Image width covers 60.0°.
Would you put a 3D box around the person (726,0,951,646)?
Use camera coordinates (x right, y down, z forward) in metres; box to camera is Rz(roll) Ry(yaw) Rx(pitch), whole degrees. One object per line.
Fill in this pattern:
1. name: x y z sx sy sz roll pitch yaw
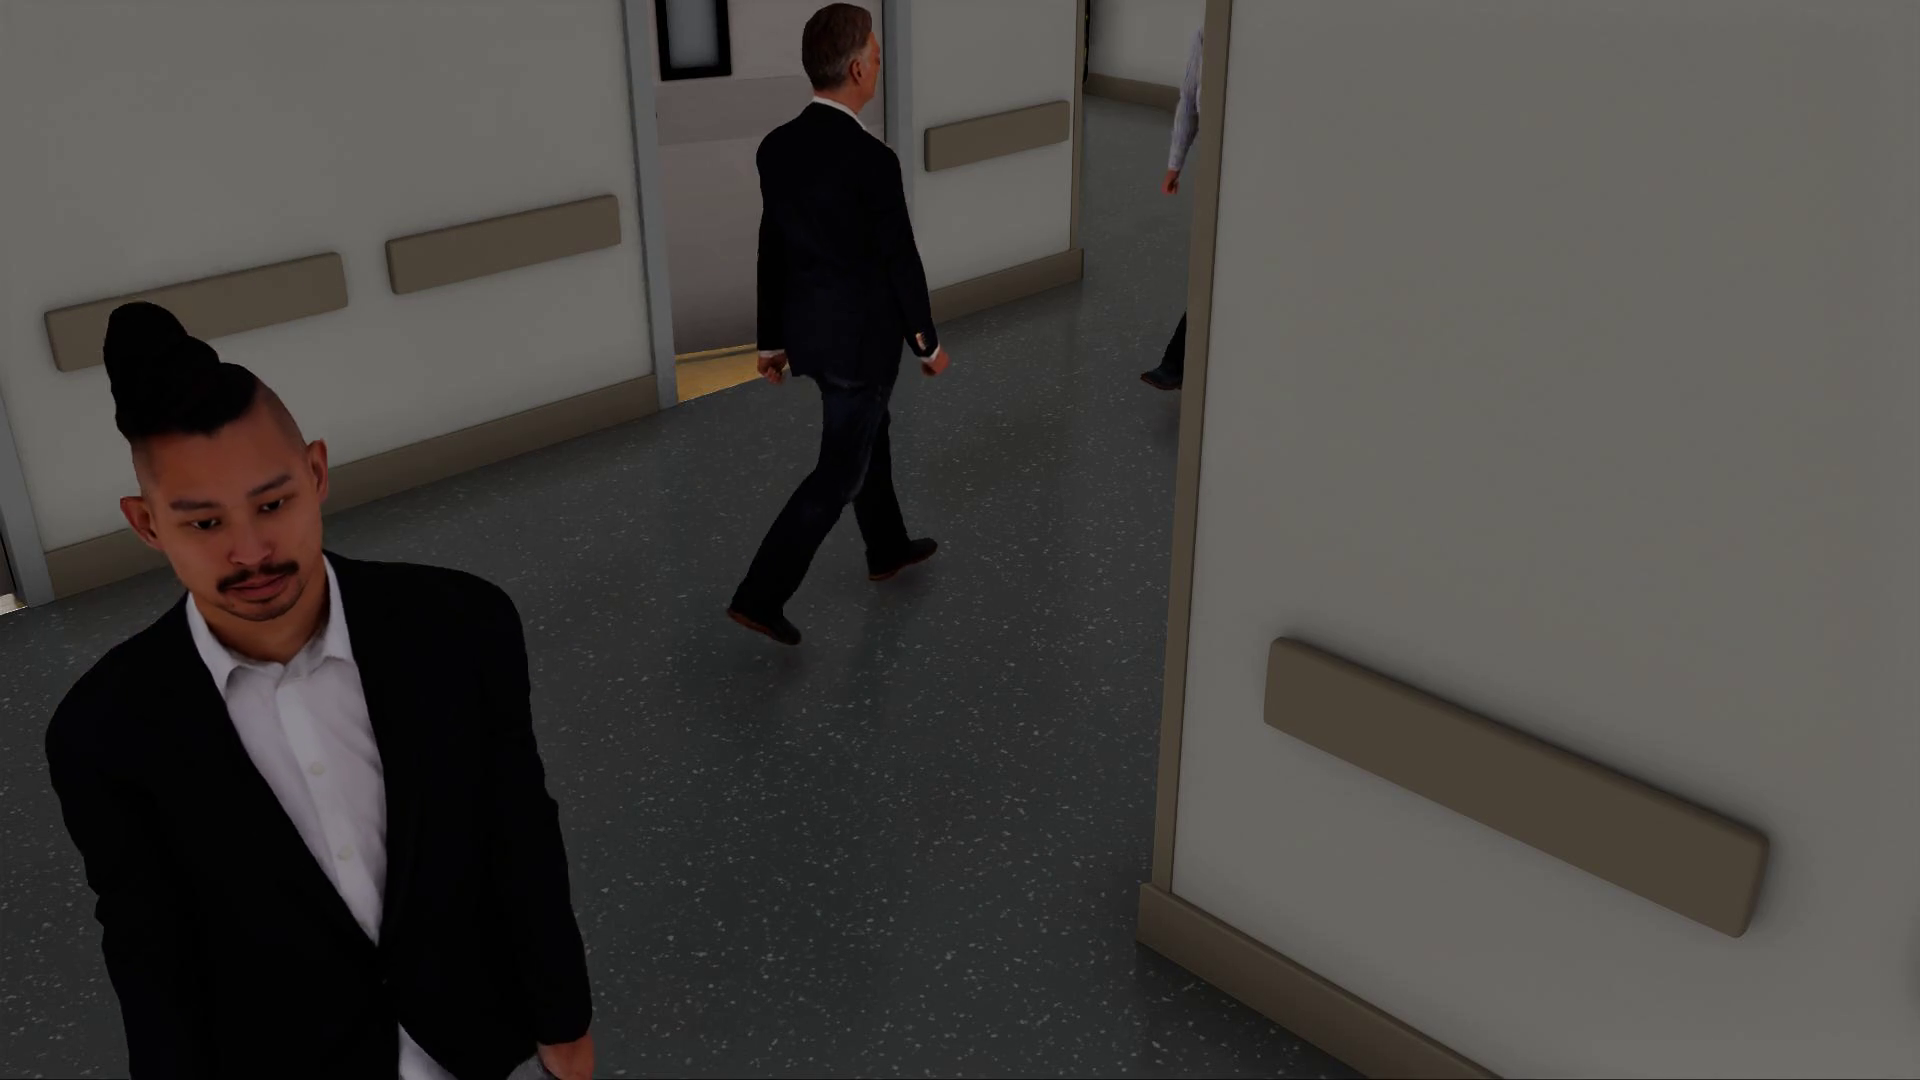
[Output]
1. person: -0.391 -0.553 4.716 1.144 1.784 0.646 -22 33 -38

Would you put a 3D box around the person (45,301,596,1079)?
1. person: -0.793 0.576 2.203 0.938 1.934 0.898 -14 29 -27
